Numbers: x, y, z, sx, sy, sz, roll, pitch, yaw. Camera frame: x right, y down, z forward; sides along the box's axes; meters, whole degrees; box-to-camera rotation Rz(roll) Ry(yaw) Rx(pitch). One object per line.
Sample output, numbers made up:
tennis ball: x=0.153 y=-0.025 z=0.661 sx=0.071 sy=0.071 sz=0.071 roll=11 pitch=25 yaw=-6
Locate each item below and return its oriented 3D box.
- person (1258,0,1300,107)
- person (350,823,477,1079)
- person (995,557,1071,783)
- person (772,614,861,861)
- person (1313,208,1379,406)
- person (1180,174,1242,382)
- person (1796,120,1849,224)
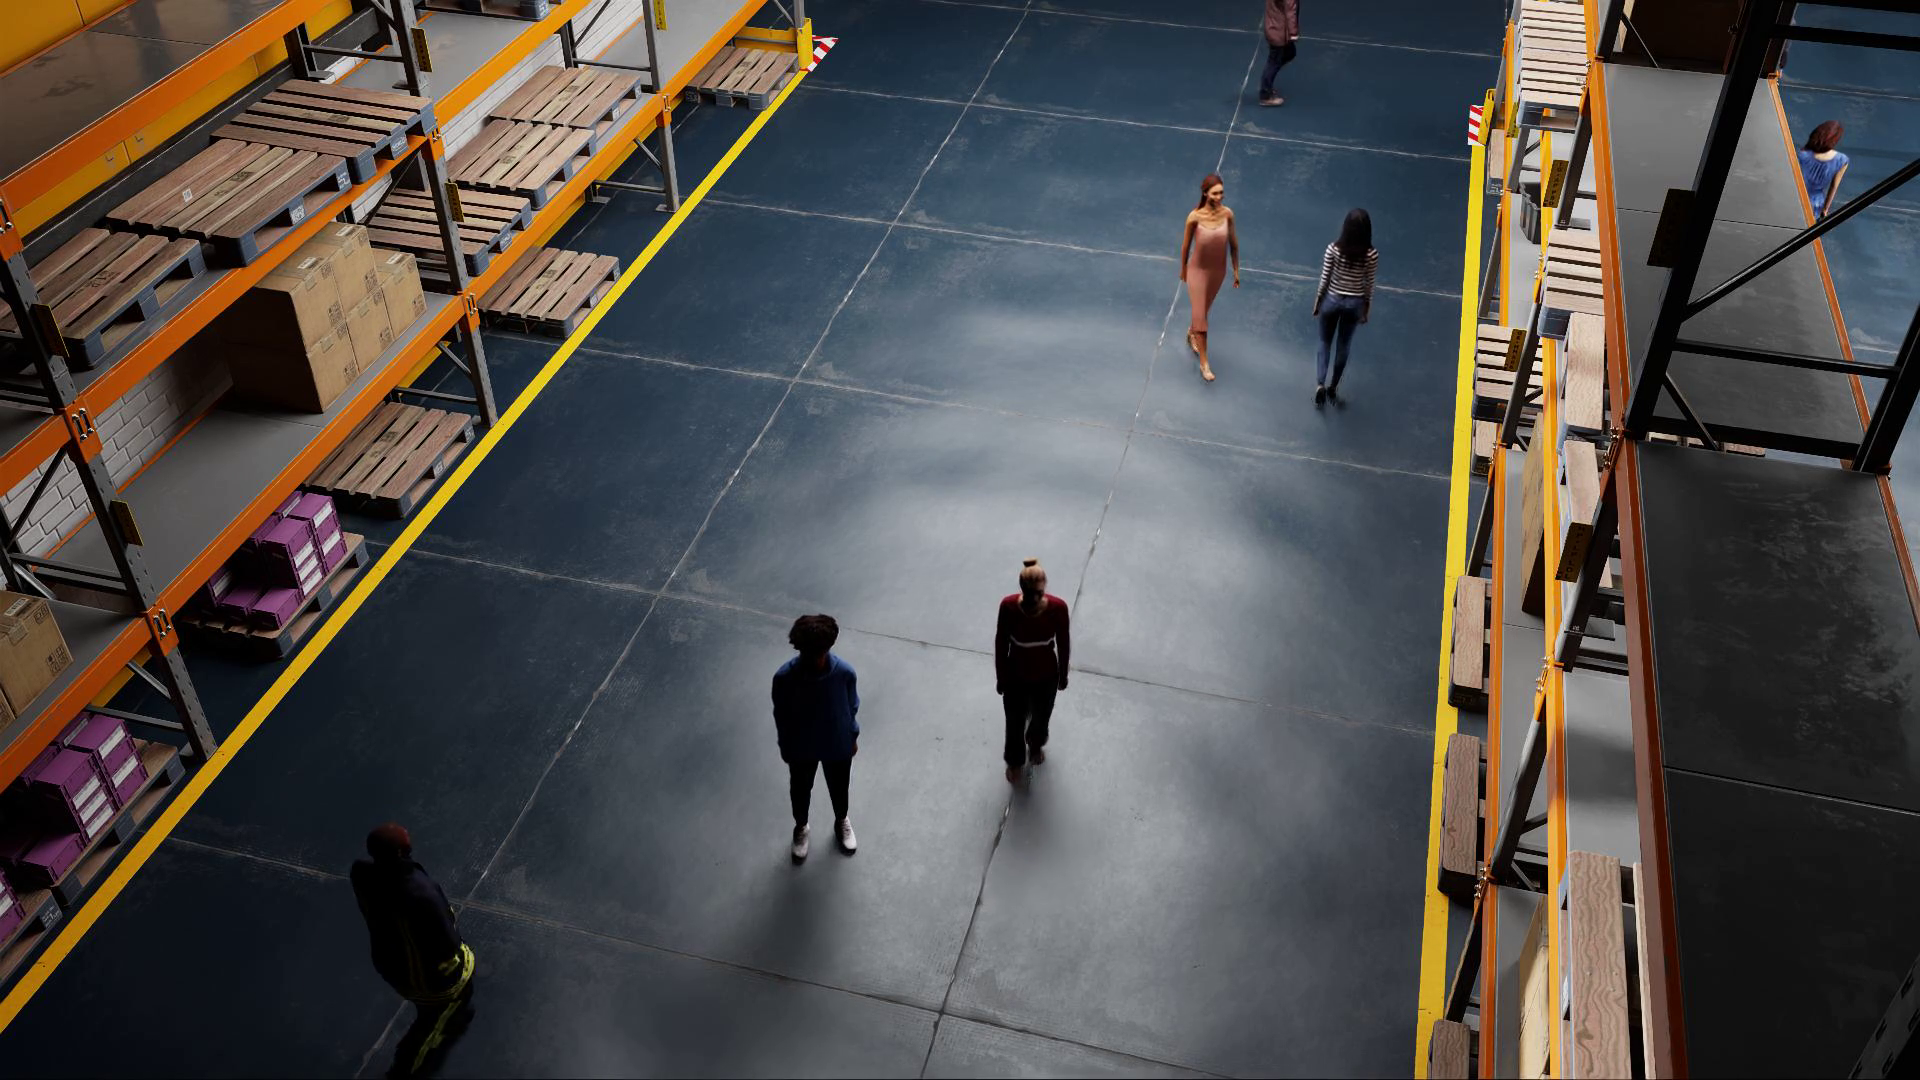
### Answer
person: x=3.494 y=-5.729 z=18.565 sx=0.881 sy=1.834 sz=0.749 roll=1 pitch=39 yaw=1
person: x=-2.887 y=2.182 z=8.681 sx=0.870 sy=1.807 sz=1.029 roll=18 pitch=42 yaw=22
person: x=0.449 y=0.800 z=10.491 sx=0.707 sy=1.706 sz=0.708 roll=-3 pitch=39 yaw=-3
person: x=-0.848 y=1.165 z=9.950 sx=0.756 sy=1.811 sz=0.733 roll=-7 pitch=39 yaw=-8
person: x=3.159 y=-1.887 z=13.794 sx=0.600 sy=1.783 sz=0.654 roll=9 pitch=39 yaw=11
person: x=2.097 y=-2.347 z=14.363 sx=0.941 sy=1.793 sz=1.140 roll=-10 pitch=40 yaw=-13
person: x=7.616 y=-2.905 z=15.067 sx=0.719 sy=1.786 sz=1.039 roll=6 pitch=39 yaw=7
